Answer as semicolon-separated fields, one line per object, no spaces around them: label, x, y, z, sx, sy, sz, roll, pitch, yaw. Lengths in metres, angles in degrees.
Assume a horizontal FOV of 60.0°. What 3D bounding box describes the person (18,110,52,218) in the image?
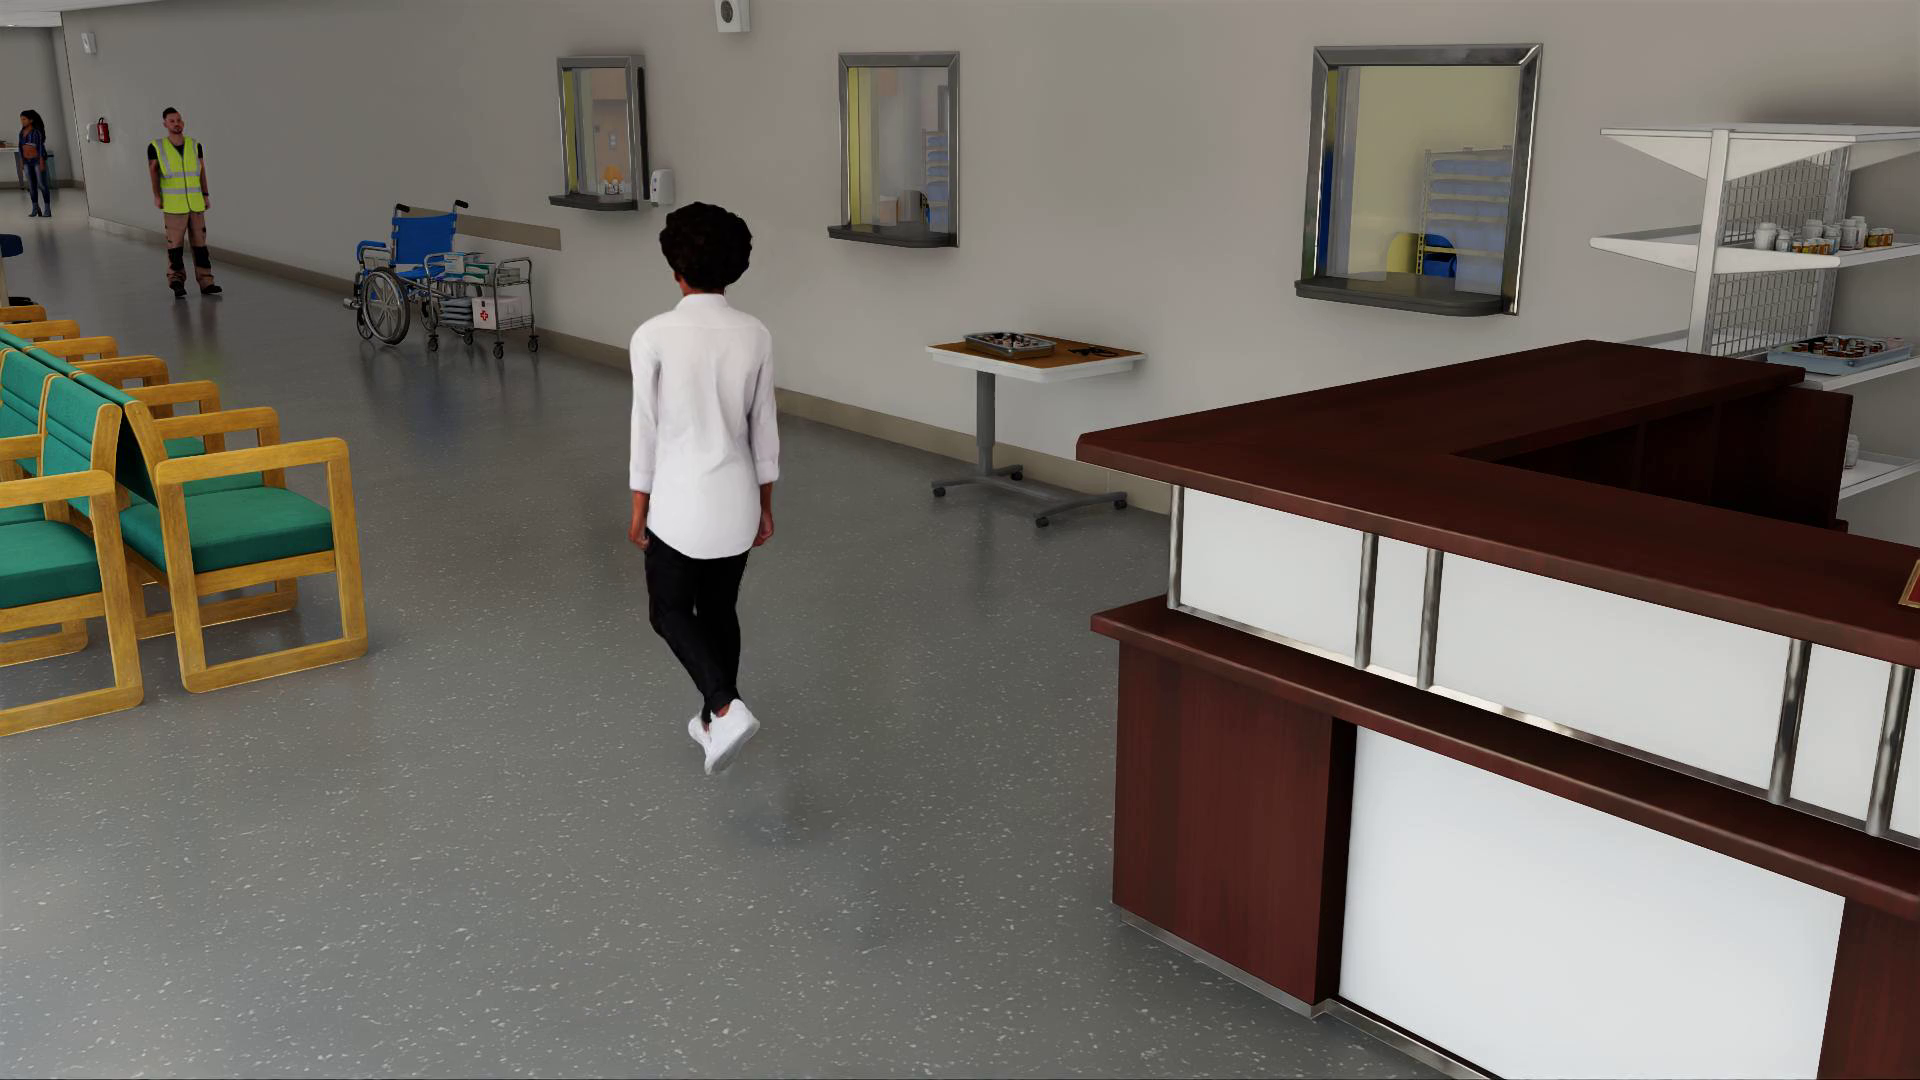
person;-14.256;-5.797;25.610;0.694;1.616;0.734;3;16;11

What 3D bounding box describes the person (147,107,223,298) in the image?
person;-7.733;-3.366;16.562;0.777;1.846;0.664;15;22;43

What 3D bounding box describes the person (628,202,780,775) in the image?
person;-0.763;-0.109;5.108;0.867;1.793;0.784;-9;18;-28
